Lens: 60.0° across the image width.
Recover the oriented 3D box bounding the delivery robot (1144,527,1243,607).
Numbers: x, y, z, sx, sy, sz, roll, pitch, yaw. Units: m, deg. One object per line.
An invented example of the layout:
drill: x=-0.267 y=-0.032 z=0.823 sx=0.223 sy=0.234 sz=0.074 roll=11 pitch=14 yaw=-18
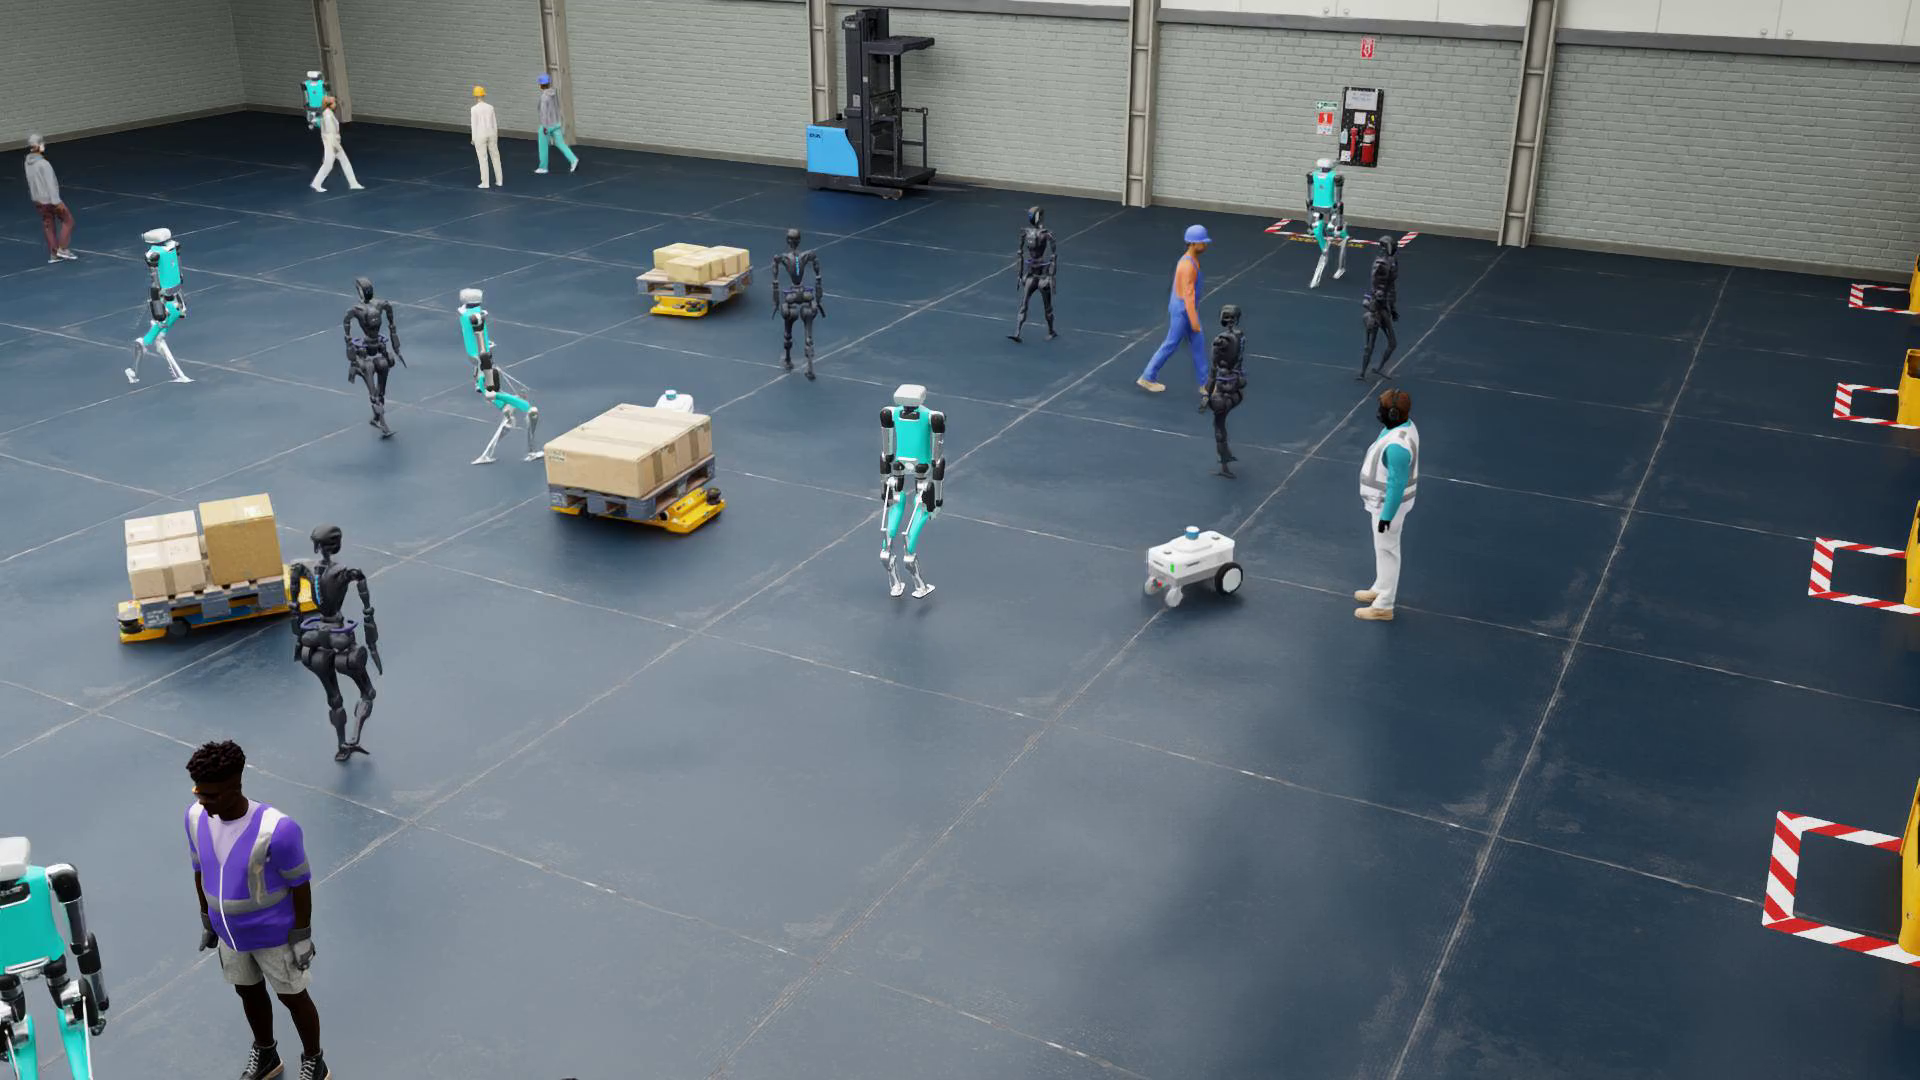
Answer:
delivery robot: x=1.861 y=0.182 z=13.369 sx=0.791 sy=0.589 sz=0.499 roll=-15 pitch=28 yaw=-31

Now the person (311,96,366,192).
person: x=-10.605 y=-6.675 z=28.020 sx=0.832 sy=1.595 sz=0.527 roll=-6 pitch=24 yaw=-13

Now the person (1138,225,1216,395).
person: x=2.396 y=-2.463 z=17.875 sx=0.953 sy=1.869 sz=0.537 roll=7 pitch=24 yaw=16

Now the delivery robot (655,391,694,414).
delivery robot: x=-2.864 y=-1.171 z=16.550 sx=0.499 sy=0.613 sz=0.807 roll=0 pitch=23 yaw=-1

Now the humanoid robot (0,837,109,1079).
humanoid robot: x=-3.970 y=2.177 z=7.216 sx=0.532 sy=1.787 sz=0.669 roll=-12 pitch=26 yaw=-25

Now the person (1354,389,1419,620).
person: x=3.281 y=-0.276 z=12.815 sx=0.431 sy=1.843 sz=0.622 roll=6 pitch=24 yaw=14

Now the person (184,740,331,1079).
person: x=-3.313 y=1.808 z=7.806 sx=0.613 sy=1.963 sz=0.361 roll=7 pitch=24 yaw=15

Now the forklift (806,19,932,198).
forklift: x=-1.573 y=-7.292 z=27.850 sx=1.873 sy=2.768 sz=1.129 roll=12 pitch=26 yaw=25

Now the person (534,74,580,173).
person: x=-7.200 y=-7.352 z=29.389 sx=0.779 sy=1.747 sz=0.529 roll=10 pitch=25 yaw=21

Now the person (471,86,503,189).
person: x=-8.081 y=-6.844 z=28.285 sx=0.484 sy=1.694 sz=0.329 roll=-20 pitch=31 yaw=-39

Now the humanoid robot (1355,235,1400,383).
humanoid robot: x=4.611 y=-2.534 z=18.280 sx=0.374 sy=1.645 sz=0.589 roll=17 pitch=29 yaw=34

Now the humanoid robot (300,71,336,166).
humanoid robot: x=-11.491 y=-7.637 z=30.143 sx=0.539 sy=1.762 sz=1.029 roll=1 pitch=23 yaw=1

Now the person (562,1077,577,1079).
person: x=-1.348 y=2.665 z=5.880 sx=0.399 sy=1.912 sz=0.588 roll=15 pitch=27 yaw=31

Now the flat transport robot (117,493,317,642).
flat transport robot: x=-5.842 y=0.454 z=13.107 sx=1.431 sy=0.231 sz=0.659 roll=-11 pitch=26 yaw=-24

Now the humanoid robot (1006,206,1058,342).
humanoid robot: x=0.899 y=-3.130 z=19.710 sx=0.585 sy=1.631 sz=0.761 roll=16 pitch=28 yaw=33

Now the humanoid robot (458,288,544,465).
humanoid robot: x=-4.344 y=-1.568 z=15.974 sx=0.865 sy=1.782 sz=0.543 roll=-12 pitch=26 yaw=-26

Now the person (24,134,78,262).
person: x=-12.832 y=-4.817 z=23.439 sx=0.567 sy=1.789 sz=0.465 roll=11 pitch=26 yaw=24

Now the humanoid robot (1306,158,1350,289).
humanoid robot: x=4.998 y=-4.263 z=22.297 sx=0.538 sy=1.774 sz=1.034 roll=19 pitch=29 yaw=37

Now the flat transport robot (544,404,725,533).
flat transport robot: x=-2.909 y=-0.350 z=14.978 sx=1.431 sy=0.231 sz=0.659 roll=9 pitch=25 yaw=20

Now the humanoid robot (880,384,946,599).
humanoid robot: x=-0.440 y=-0.316 z=12.866 sx=0.533 sy=1.681 sz=0.735 roll=8 pitch=24 yaw=18

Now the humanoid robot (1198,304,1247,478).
humanoid robot: x=2.488 y=-1.400 z=15.641 sx=0.387 sy=1.651 sz=0.602 roll=17 pitch=29 yaw=35

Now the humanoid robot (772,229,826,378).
humanoid robot: x=-1.819 y=-2.671 z=18.621 sx=0.608 sy=1.630 sz=0.736 roll=-7 pitch=24 yaw=-16

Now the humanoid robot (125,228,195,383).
humanoid robot: x=-8.909 y=-2.520 z=18.242 sx=0.888 sy=1.825 sz=0.553 roll=3 pitch=23 yaw=7

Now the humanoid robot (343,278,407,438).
humanoid robot: x=-5.874 y=-1.850 z=16.734 sx=0.756 sy=1.623 sz=0.610 roll=20 pitch=30 yaw=38

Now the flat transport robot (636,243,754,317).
flat transport robot: x=-3.399 y=-3.167 z=21.535 sx=0.659 sy=0.231 sz=1.431 roll=6 pitch=24 yaw=15

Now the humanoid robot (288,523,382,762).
humanoid robot: x=-4.081 y=0.691 z=10.782 sx=0.610 sy=1.642 sz=0.415 roll=3 pitch=23 yaw=6
